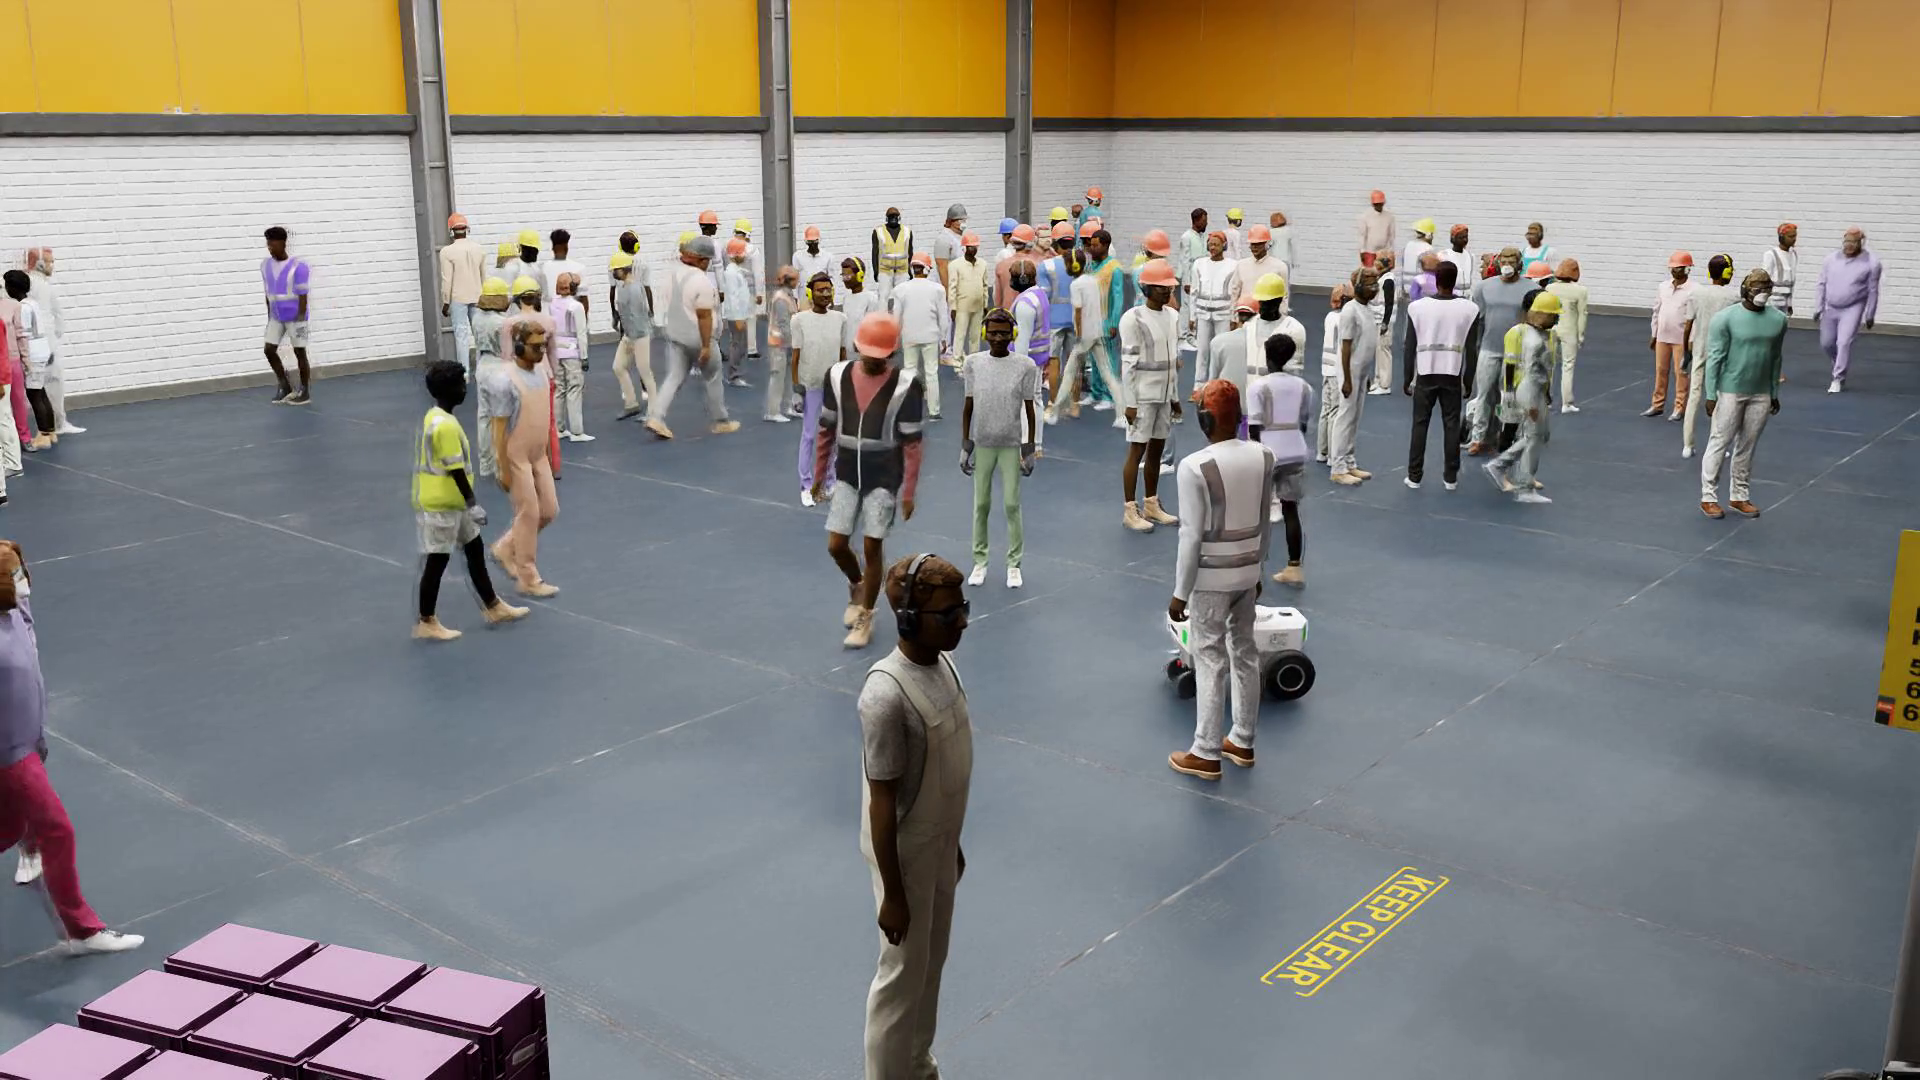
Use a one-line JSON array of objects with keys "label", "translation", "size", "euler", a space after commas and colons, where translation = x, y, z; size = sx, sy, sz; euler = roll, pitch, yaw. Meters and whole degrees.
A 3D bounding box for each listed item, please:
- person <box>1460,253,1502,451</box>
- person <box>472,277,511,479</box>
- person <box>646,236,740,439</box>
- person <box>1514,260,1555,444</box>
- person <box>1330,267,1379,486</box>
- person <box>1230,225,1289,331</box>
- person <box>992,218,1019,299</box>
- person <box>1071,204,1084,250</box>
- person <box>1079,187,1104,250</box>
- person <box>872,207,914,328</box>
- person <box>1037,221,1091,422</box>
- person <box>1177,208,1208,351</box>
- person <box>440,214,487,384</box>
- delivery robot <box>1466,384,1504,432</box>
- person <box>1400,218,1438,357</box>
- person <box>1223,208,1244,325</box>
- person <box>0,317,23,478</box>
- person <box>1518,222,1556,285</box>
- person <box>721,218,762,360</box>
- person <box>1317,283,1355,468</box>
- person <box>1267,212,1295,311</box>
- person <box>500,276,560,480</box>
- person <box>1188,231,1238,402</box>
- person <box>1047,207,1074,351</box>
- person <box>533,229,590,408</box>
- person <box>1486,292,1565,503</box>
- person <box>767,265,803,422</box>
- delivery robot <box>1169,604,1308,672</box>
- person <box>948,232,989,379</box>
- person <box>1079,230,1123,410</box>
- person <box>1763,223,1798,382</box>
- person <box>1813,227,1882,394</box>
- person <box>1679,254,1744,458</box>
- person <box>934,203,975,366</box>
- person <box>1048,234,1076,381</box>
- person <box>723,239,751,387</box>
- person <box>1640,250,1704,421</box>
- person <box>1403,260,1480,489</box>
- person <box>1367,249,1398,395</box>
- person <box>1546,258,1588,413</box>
[{"label": "person", "translation": [4.967, -1.755, 15.582], "size": [0.389, 1.846, 0.567], "euler": [9, 16, 31]}, {"label": "person", "translation": [-4.001, -1.398, 14.387], "size": [0.480, 1.733, 0.339], "euler": [10, 17, 36]}, {"label": "person", "translation": [-2.626, -1.996, 16.151], "size": [0.692, 2.000, 1.014], "euler": [12, 18, 40]}, {"label": "person", "translation": [5.467, -1.784, 15.881], "size": [0.327, 1.753, 0.560], "euler": [11, 18, 38]}, {"label": "person", "translation": [3.368, -1.395, 14.147], "size": [0.344, 1.845, 0.506], "euler": [9, 17, 32]}, {"label": "person", "translation": [3.121, -2.302, 17.465], "size": [0.625, 1.992, 0.389], "euler": [9, 16, 31]}, {"label": "person", "translation": [0.618, -2.818, 19.643], "size": [0.607, 1.940, 0.417], "euler": [-13, 19, -42]}, {"label": "person", "translation": [2.096, -5.100, 29.387], "size": [0.313, 1.634, 0.514], "euler": [3, 14, 10]}, {"label": "person", "translation": [2.197, -4.826, 27.552], "size": [0.379, 1.996, 0.610], "euler": [-7, 16, -27]}, {"label": "person", "translation": [-0.971, -3.928, 24.276], "size": [0.623, 1.844, 0.430], "euler": [-3, 14, -12]}, {"label": "person", "translation": [1.043, -2.239, 17.116], "size": [0.608, 2.044, 0.377], "euler": [-6, 15, -24]}, {"label": "person", "translation": [3.151, -3.535, 22.576], "size": [0.384, 1.910, 0.596], "euler": [9, 17, 33]}, {"label": "person", "translation": [-5.853, -2.843, 19.645], "size": [0.387, 1.987, 0.611], "euler": [11, 18, 38]}, {"label": "delivery robot", "translation": [5.157, -1.278, 16.103], "size": [0.477, 0.478, 0.707], "euler": [9, 16, 31]}, {"label": "person", "translation": [6.042, -3.296, 21.800], "size": [0.443, 1.813, 0.615], "euler": [-6, 15, -24]}, {"label": "person", "translation": [4.165, -4.178, 25.428], "size": [0.325, 1.767, 0.533], "euler": [-5, 15, -19]}, {"label": "person", "translation": [-8.417, -1.402, 14.391], "size": [0.574, 1.740, 0.355], "euler": [12, 18, 40]}, {"label": "person", "translation": [7.095, -3.030, 20.718], "size": [0.521, 1.824, 0.522], "euler": [-12, 18, -40]}, {"label": "person", "translation": [-2.804, -3.245, 21.583], "size": [0.593, 1.824, 0.403], "euler": [8, 16, 29]}, {"label": "person", "translation": [3.380, -1.465, 14.844], "size": [0.307, 1.639, 0.525], "euler": [-2, 14, -8]}, {"label": "person", "translation": [5.151, -4.499, 27.021], "size": [0.740, 1.617, 0.355], "euler": [-5, 15, -20]}, {"label": "person", "translation": [-3.671, -1.368, 14.218], "size": [0.529, 1.757, 0.342], "euler": [-11, 18, -39]}, {"label": "person", "translation": [2.785, -2.434, 18.221], "size": [0.573, 1.883, 0.357], "euler": [6, 15, 24]}, {"label": "person", "translation": [1.353, -3.523, 22.478], "size": [0.374, 1.928, 0.584], "euler": [4, 15, 15]}, {"label": "person", "translation": [-4.315, -2.408, 18.056], "size": [0.622, 1.896, 1.071], "euler": [-1, 14, -5]}, {"label": "person", "translation": [4.576, -1.141, 13.374], "size": [0.447, 1.721, 0.513], "euler": [5, 15, 20]}, {"label": "person", "translation": [-1.740, -1.995, 17.007], "size": [0.569, 1.620, 0.520], "euler": [2, 14, 7]}, {"label": "delivery robot", "translation": [1.497, 0.504, 8.981], "size": [0.707, 0.478, 0.477], "euler": [-1, 14, -5]}, {"label": "person", "translation": [0.118, -2.821, 20.019], "size": [0.572, 1.754, 0.322], "euler": [-9, 17, -33]}, {"label": "person", "translation": [1.527, -2.361, 17.854], "size": [0.383, 1.918, 0.597], "euler": [-8, 16, -28]}, {"label": "person", "translation": [9.662, -2.797, 19.671], "size": [0.576, 1.881, 0.352], "euler": [-9, 17, -32]}, {"label": "person", "translation": [10.180, -2.649, 19.091], "size": [0.762, 1.877, 0.635], "euler": [-12, 18, -39]}, {"label": "person", "translation": [6.854, -1.667, 15.192], "size": [0.521, 1.868, 0.335], "euler": [12, 18, 40]}, {"label": "person", "translation": [-0.020, -3.254, 21.175], "size": [0.536, 2.000, 0.678], "euler": [7, 16, 27]}, {"label": "person", "translation": [1.277, -2.822, 19.879], "size": [0.518, 1.834, 0.347], "euler": [-7, 16, -25]}, {"label": "person", "translation": [-2.612, -2.634, 19.389], "size": [0.372, 1.716, 0.641], "euler": [0, 14, 0]}, {"label": "person", "translation": [7.379, -2.112, 17.193], "size": [0.329, 1.751, 0.566], "euler": [-9, 17, -31]}, {"label": "person", "translation": [4.018, -1.374, 13.945], "size": [0.589, 1.907, 0.396], "euler": [3, 14, 12]}, {"label": "person", "translation": [4.784, -2.463, 18.829], "size": [0.307, 1.639, 0.525], "euler": [1, 14, 5]}, {"label": "person", "translation": [6.395, -2.169, 17.664], "size": [0.501, 1.633, 0.285], "euler": [13, 19, 41]}]
